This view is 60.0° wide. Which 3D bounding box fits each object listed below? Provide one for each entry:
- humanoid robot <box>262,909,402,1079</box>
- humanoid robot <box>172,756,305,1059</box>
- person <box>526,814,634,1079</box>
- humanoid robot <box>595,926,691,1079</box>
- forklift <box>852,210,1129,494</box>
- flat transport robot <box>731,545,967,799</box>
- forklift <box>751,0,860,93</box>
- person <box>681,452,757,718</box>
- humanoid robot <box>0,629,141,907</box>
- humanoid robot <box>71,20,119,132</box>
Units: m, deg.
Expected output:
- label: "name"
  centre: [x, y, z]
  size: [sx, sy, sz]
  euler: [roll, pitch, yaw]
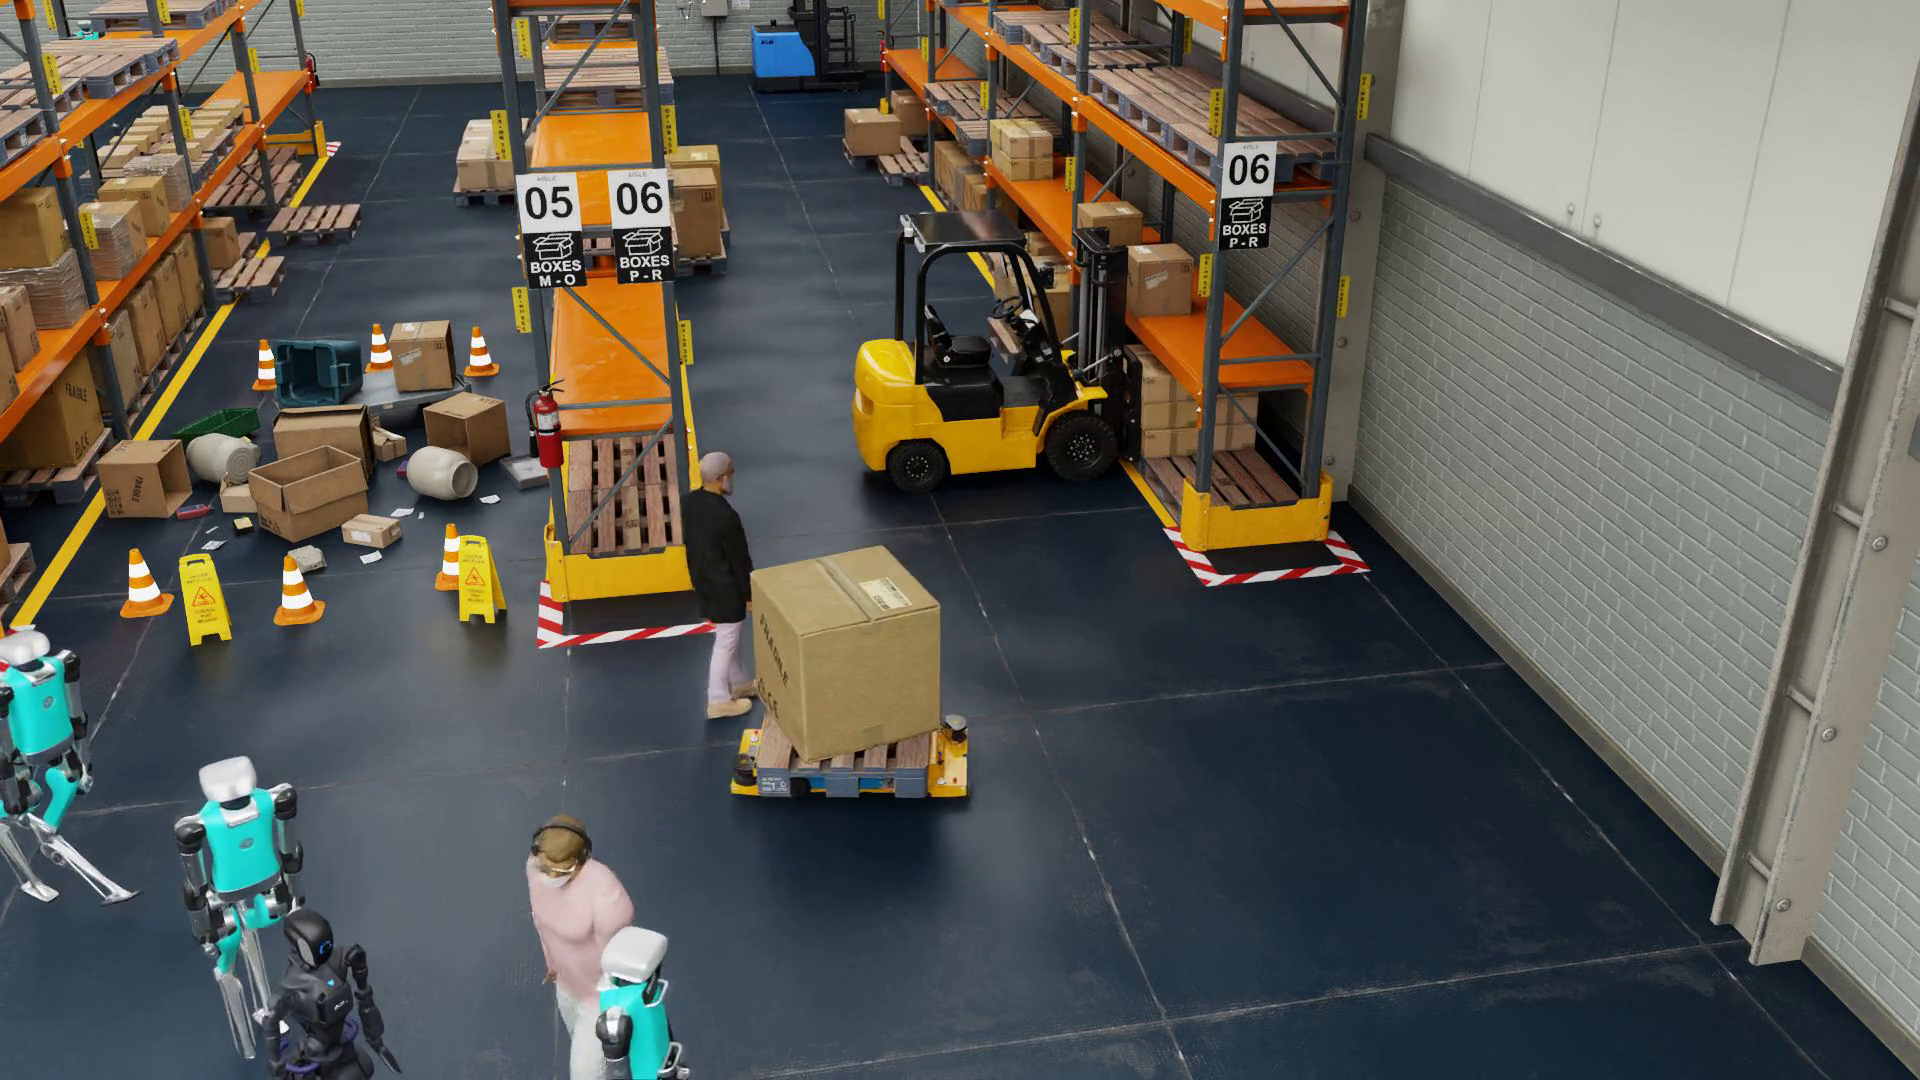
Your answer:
- label: "humanoid robot"
  centre: [-2.580, 2.225, 6.890]
  size: [0.708, 1.632, 0.593]
  euler: [12, 28, 24]
- label: "humanoid robot"
  centre: [-3.418, 1.730, 7.899]
  size: [0.539, 1.818, 0.814]
  euler: [-20, 32, -36]
- label: "person"
  centre: [-1.582, 1.960, 7.149]
  size: [0.442, 1.912, 0.722]
  euler: [-22, 33, -38]
- label: "humanoid robot"
  centre: [-1.040, 2.357, 6.604]
  size: [0.680, 1.864, 0.545]
  euler: [2, 26, 5]
- label: "forklift"
  centre: [0.216, -1.659, 14.366]
  size: [2.313, 2.155, 1.214]
  euler: [-5, 26, -10]
- label: "flat transport robot"
  centre: [-0.671, 1.339, 10.341]
  size: [1.431, 0.231, 0.659]
  euler: [0, 26, 1]
- label: "forklift"
  centre: [-2.872, -9.679, 30.288]
  size: [1.873, 2.768, 1.129]
  euler: [-5, 26, -10]
- label: "person"
  centre: [-1.479, 0.285, 10.721]
  size: [0.504, 1.843, 0.575]
  euler: [-19, 31, -34]
- label: "humanoid robot"
  centre: [-4.927, 1.242, 8.824]
  size: [0.968, 1.729, 0.553]
  euler: [11, 28, 21]
- label: "humanoid robot"
  centre: [-13.999, -7.488, 27.116]
  size: [0.539, 1.863, 0.751]
  euler: [-21, 32, -36]
